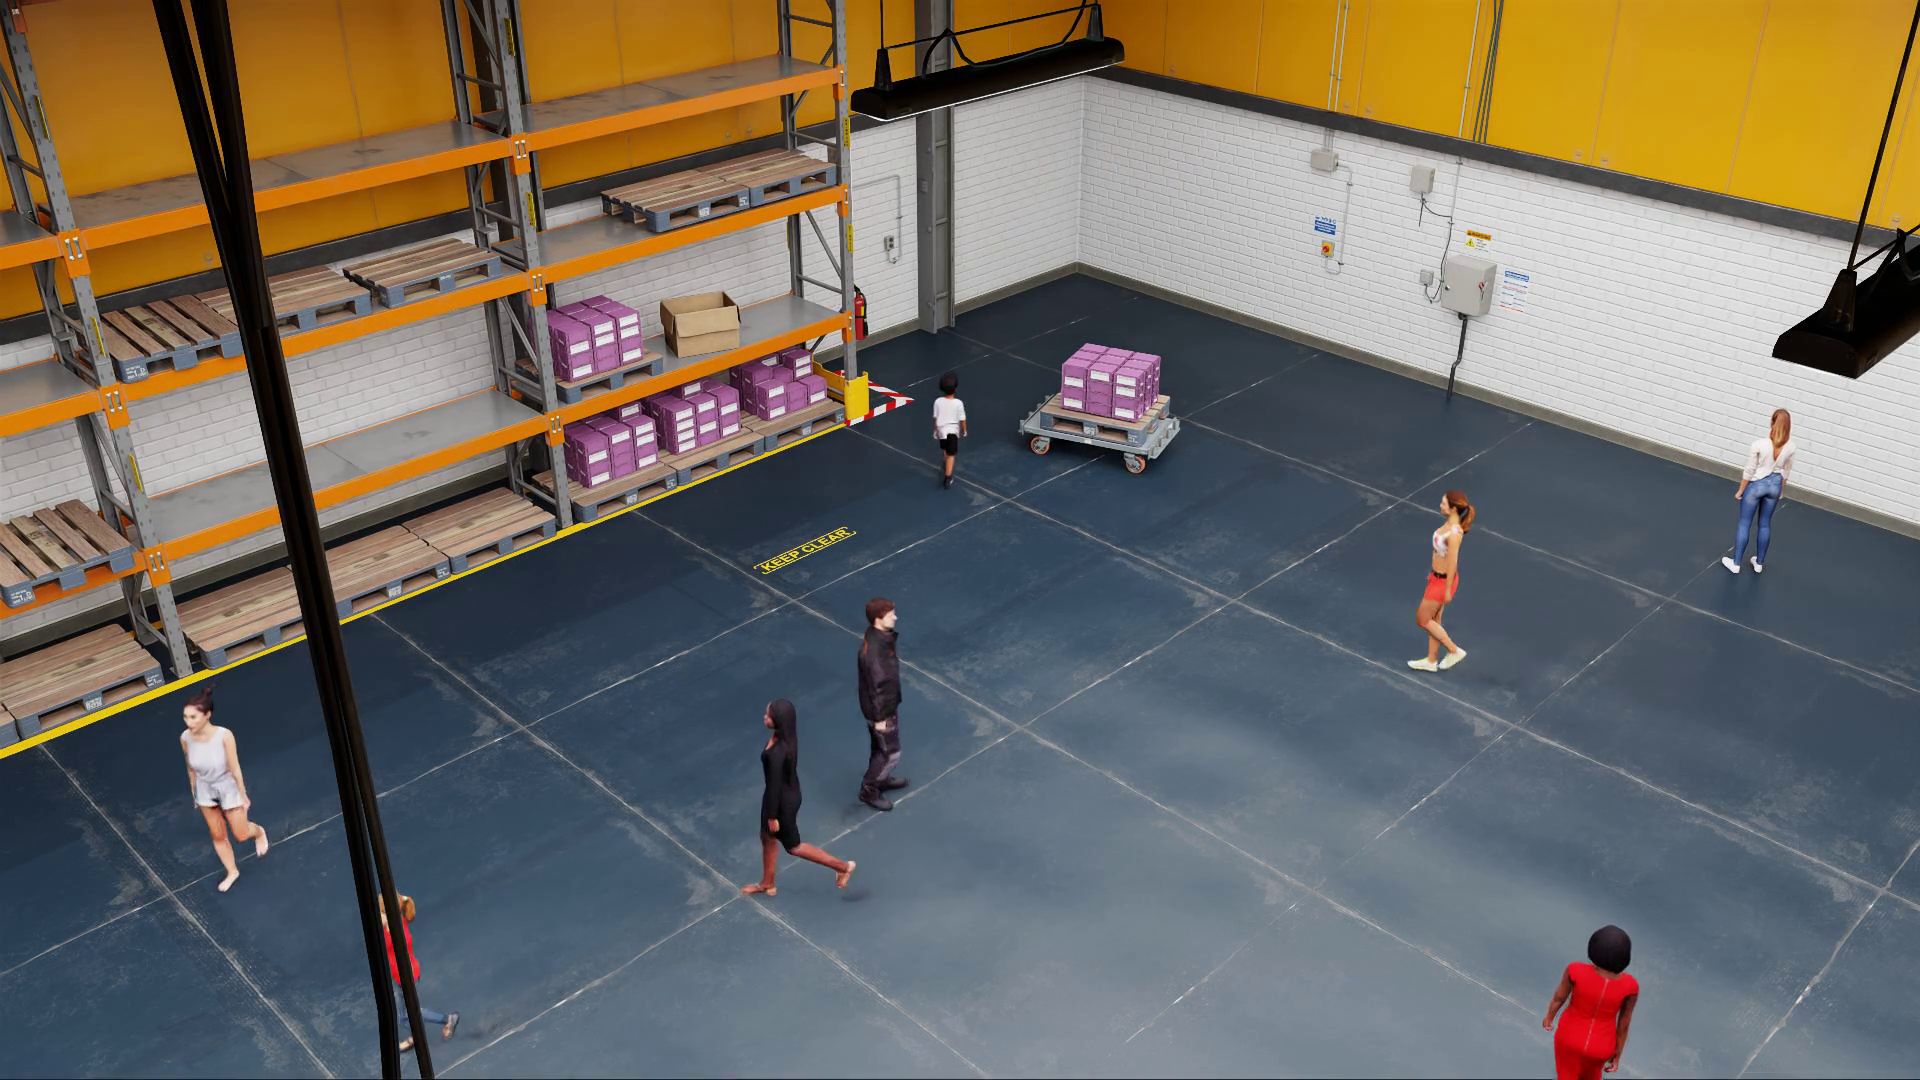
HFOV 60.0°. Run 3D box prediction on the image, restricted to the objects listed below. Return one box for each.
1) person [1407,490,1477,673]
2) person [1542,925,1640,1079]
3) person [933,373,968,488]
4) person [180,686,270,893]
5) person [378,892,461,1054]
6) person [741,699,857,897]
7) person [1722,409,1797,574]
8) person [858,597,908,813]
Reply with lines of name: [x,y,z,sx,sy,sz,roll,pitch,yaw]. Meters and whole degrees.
person: [4.294,0.388,14.524,0.801,1.780,0.765,8,30,14]
person: [3.659,3.027,9.746,0.844,1.723,0.995,7,29,13]
person: [-0.129,-1.160,17.943,0.796,1.223,0.925,5,29,8]
person: [-5.366,1.785,12.152,0.793,1.600,0.863,2,29,4]
person: [-3.501,2.761,10.676,0.736,1.299,0.600,-13,31,-23]
person: [-1.183,1.882,11.868,1.137,1.700,1.058,0,29,-1]
person: [7.802,-0.478,16.176,0.678,1.719,0.740,0,29,-1]
person: [-0.657,1.258,12.873,0.880,1.834,0.806,0,29,-1]
